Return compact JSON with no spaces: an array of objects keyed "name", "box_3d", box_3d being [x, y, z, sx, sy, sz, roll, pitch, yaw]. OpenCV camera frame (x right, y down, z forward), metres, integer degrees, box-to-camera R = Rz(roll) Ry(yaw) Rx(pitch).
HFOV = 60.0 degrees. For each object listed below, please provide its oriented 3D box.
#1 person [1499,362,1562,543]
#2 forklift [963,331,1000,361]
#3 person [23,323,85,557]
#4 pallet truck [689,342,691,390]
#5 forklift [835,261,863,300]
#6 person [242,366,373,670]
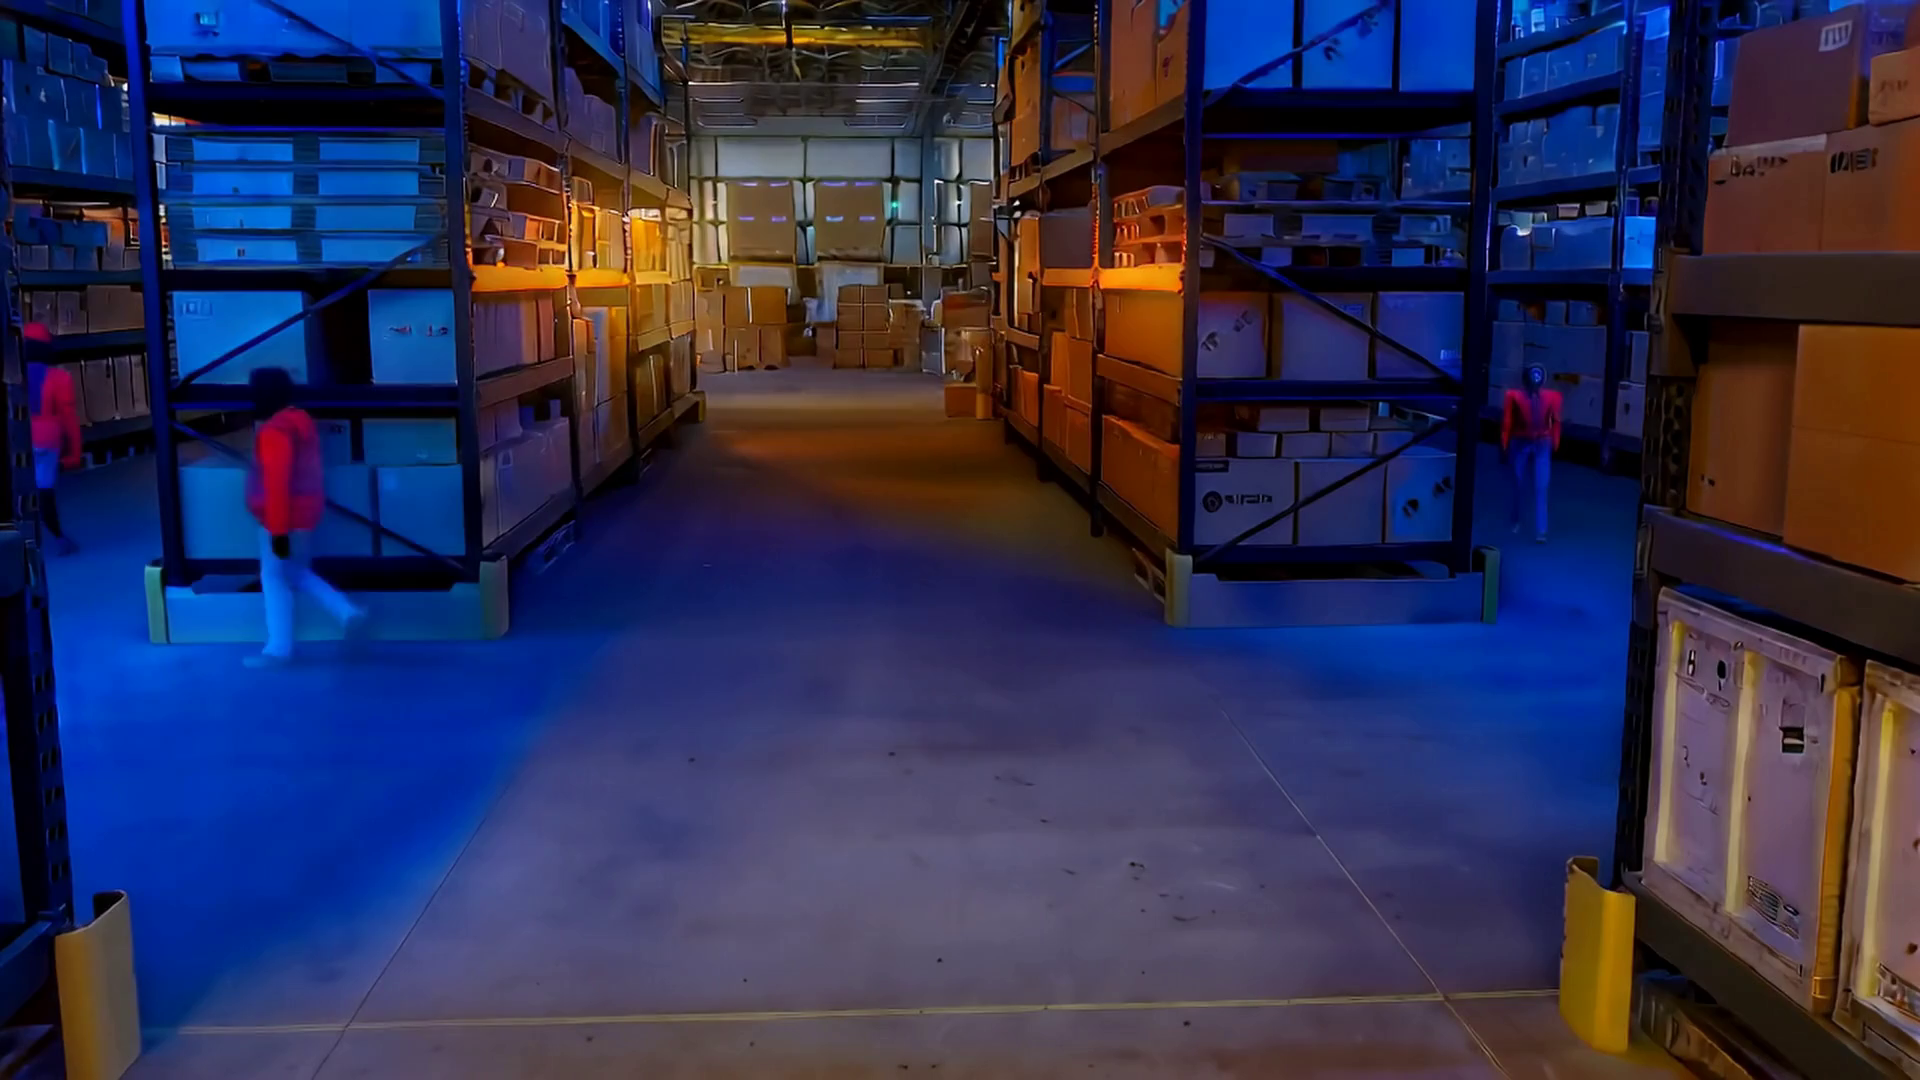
[{"name":"person","box_3d":[5.079,-0.791,14.836,0.546,1.588,0.888,2,9,10]},{"name":"forklift","box_3d":[1.009,-4.880,36.474,1.873,2.768,1.129,-1,9,-4]},{"name":"person","box_3d":[-7.475,-0.767,13.489,0.610,1.979,1.096,0,9,1]},{"name":"pallet truck","box_3d":[-5.225,-3.008,27.480,1.885,1.965,0.823,2,9,14]},{"name":"forklift","box_3d":[-3.654,-7.844,55.081,1.129,2.768,1.873,-1,9,-4]},{"name":"person","box_3d":[-3.957,-0.126,9.923,0.651,1.825,0.640,-1,9,-4]}]
